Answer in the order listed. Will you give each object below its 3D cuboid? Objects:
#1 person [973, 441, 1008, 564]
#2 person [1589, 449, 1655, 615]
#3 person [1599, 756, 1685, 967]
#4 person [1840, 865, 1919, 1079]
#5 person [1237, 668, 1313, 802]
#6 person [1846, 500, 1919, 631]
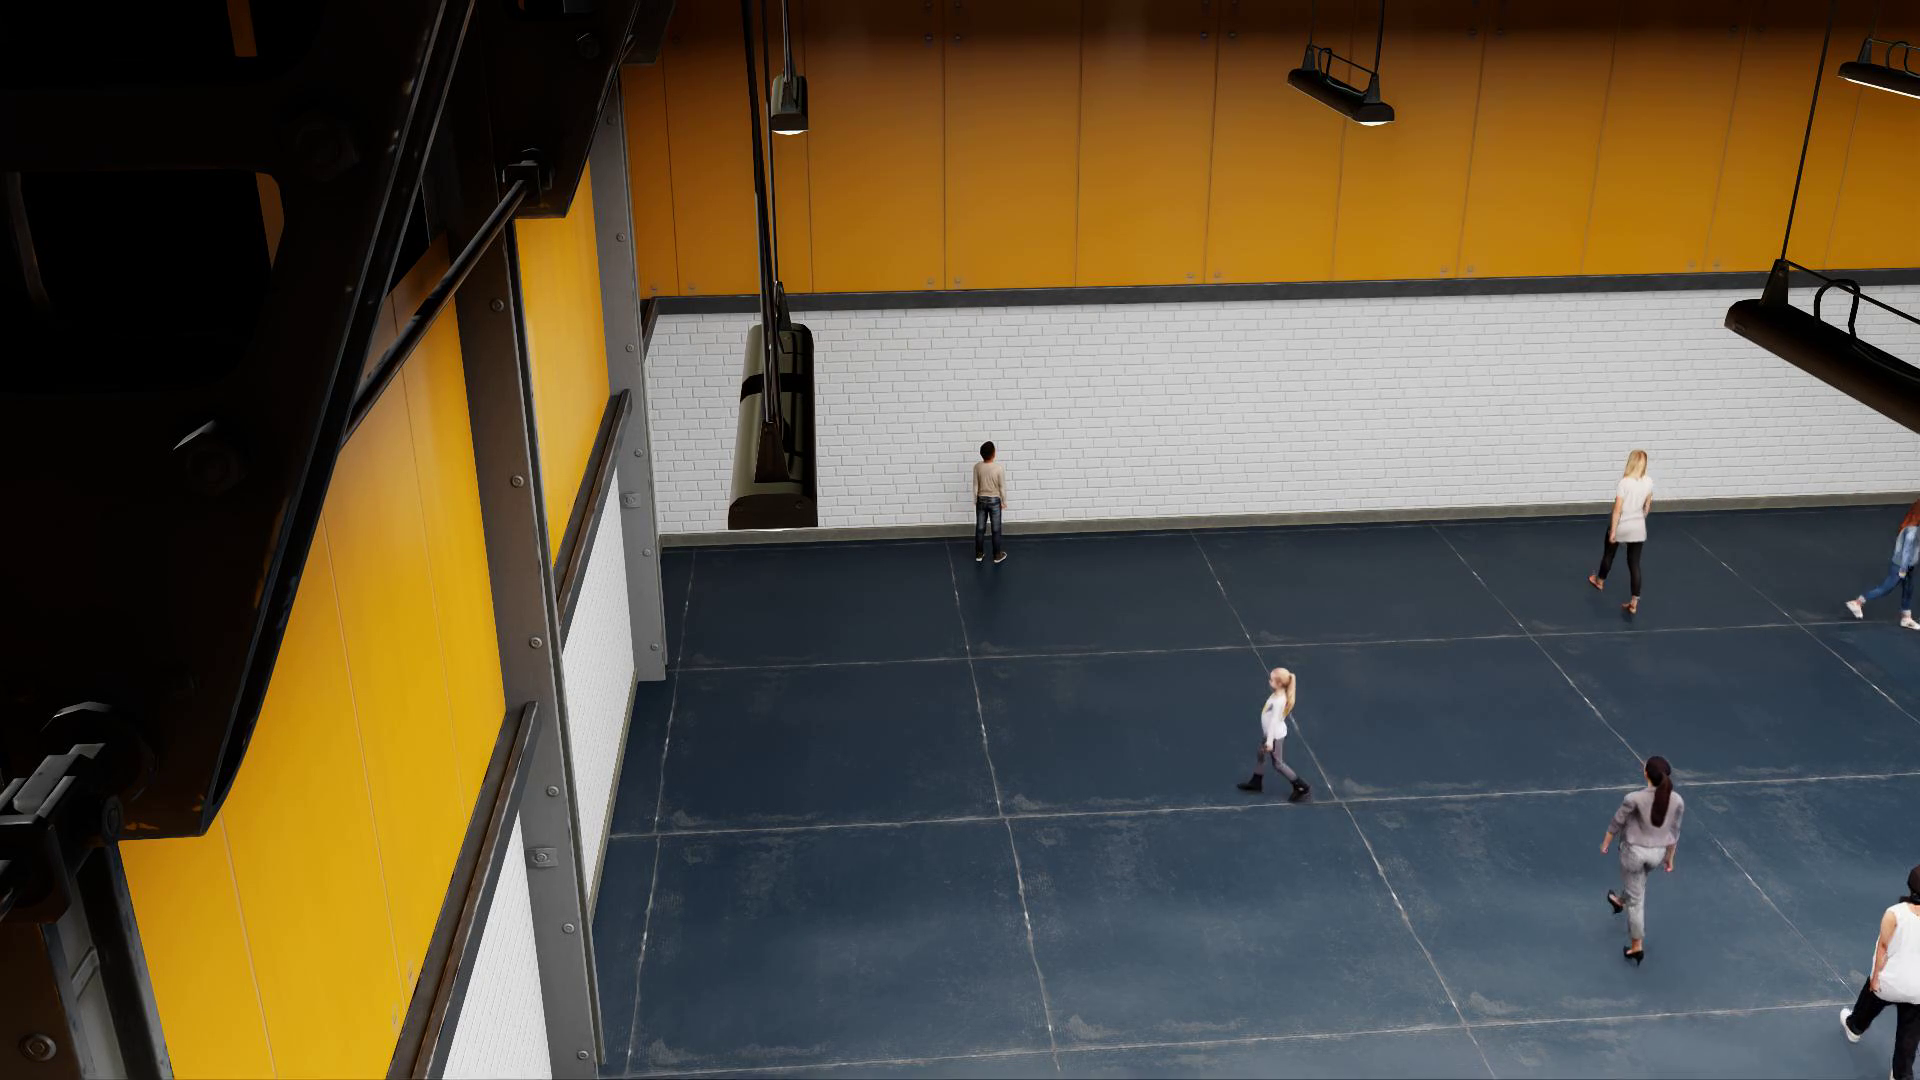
[{"bbox_3d":[0.332,-0.442,19.233,0.608,1.465,0.607,6,24,14],"label":"person"},{"bbox_3d":[7.267,-0.055,17.962,0.625,1.775,1.151,-3,24,-6],"label":"person"},{"bbox_3d":[5.127,2.434,12.441,0.663,1.635,1.049,-1,24,-3],"label":"person"},{"bbox_3d":[6.388,2.972,11.198,0.878,1.646,1.140,5,24,11],"label":"person"},{"bbox_3d":[2.817,1.715,14.551,0.750,1.264,0.872,6,24,14],"label":"person"},{"bbox_3d":[9.931,0.241,17.690,1.052,1.449,1.010,16,28,32],"label":"person"}]
